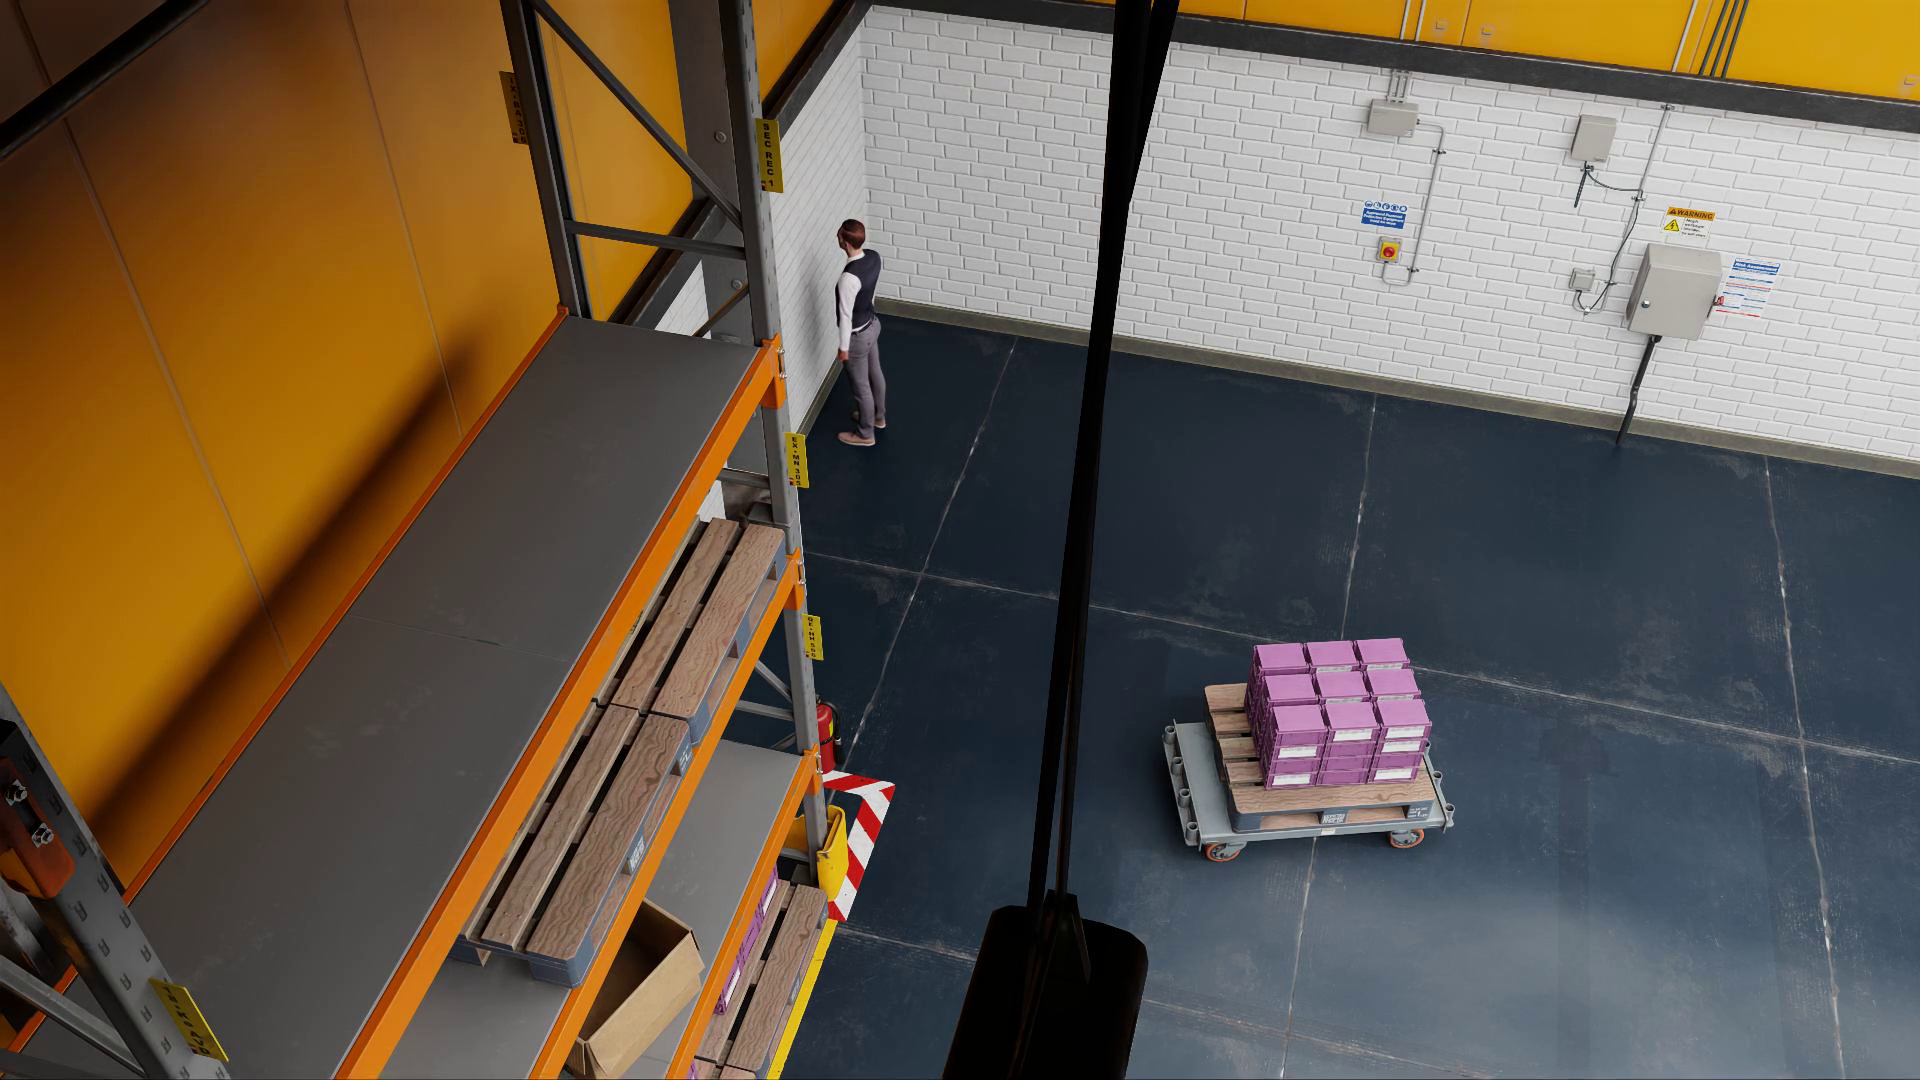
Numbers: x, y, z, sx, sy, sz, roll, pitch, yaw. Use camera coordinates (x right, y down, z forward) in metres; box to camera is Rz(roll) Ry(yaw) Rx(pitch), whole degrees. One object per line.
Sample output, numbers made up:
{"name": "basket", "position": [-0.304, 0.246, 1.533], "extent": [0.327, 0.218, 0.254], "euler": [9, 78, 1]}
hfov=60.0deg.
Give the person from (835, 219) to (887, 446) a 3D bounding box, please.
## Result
{"name": "person", "position": [-0.749, -1.568, 12.521], "extent": [0.720, 1.937, 0.506], "euler": [15, 46, 15]}
